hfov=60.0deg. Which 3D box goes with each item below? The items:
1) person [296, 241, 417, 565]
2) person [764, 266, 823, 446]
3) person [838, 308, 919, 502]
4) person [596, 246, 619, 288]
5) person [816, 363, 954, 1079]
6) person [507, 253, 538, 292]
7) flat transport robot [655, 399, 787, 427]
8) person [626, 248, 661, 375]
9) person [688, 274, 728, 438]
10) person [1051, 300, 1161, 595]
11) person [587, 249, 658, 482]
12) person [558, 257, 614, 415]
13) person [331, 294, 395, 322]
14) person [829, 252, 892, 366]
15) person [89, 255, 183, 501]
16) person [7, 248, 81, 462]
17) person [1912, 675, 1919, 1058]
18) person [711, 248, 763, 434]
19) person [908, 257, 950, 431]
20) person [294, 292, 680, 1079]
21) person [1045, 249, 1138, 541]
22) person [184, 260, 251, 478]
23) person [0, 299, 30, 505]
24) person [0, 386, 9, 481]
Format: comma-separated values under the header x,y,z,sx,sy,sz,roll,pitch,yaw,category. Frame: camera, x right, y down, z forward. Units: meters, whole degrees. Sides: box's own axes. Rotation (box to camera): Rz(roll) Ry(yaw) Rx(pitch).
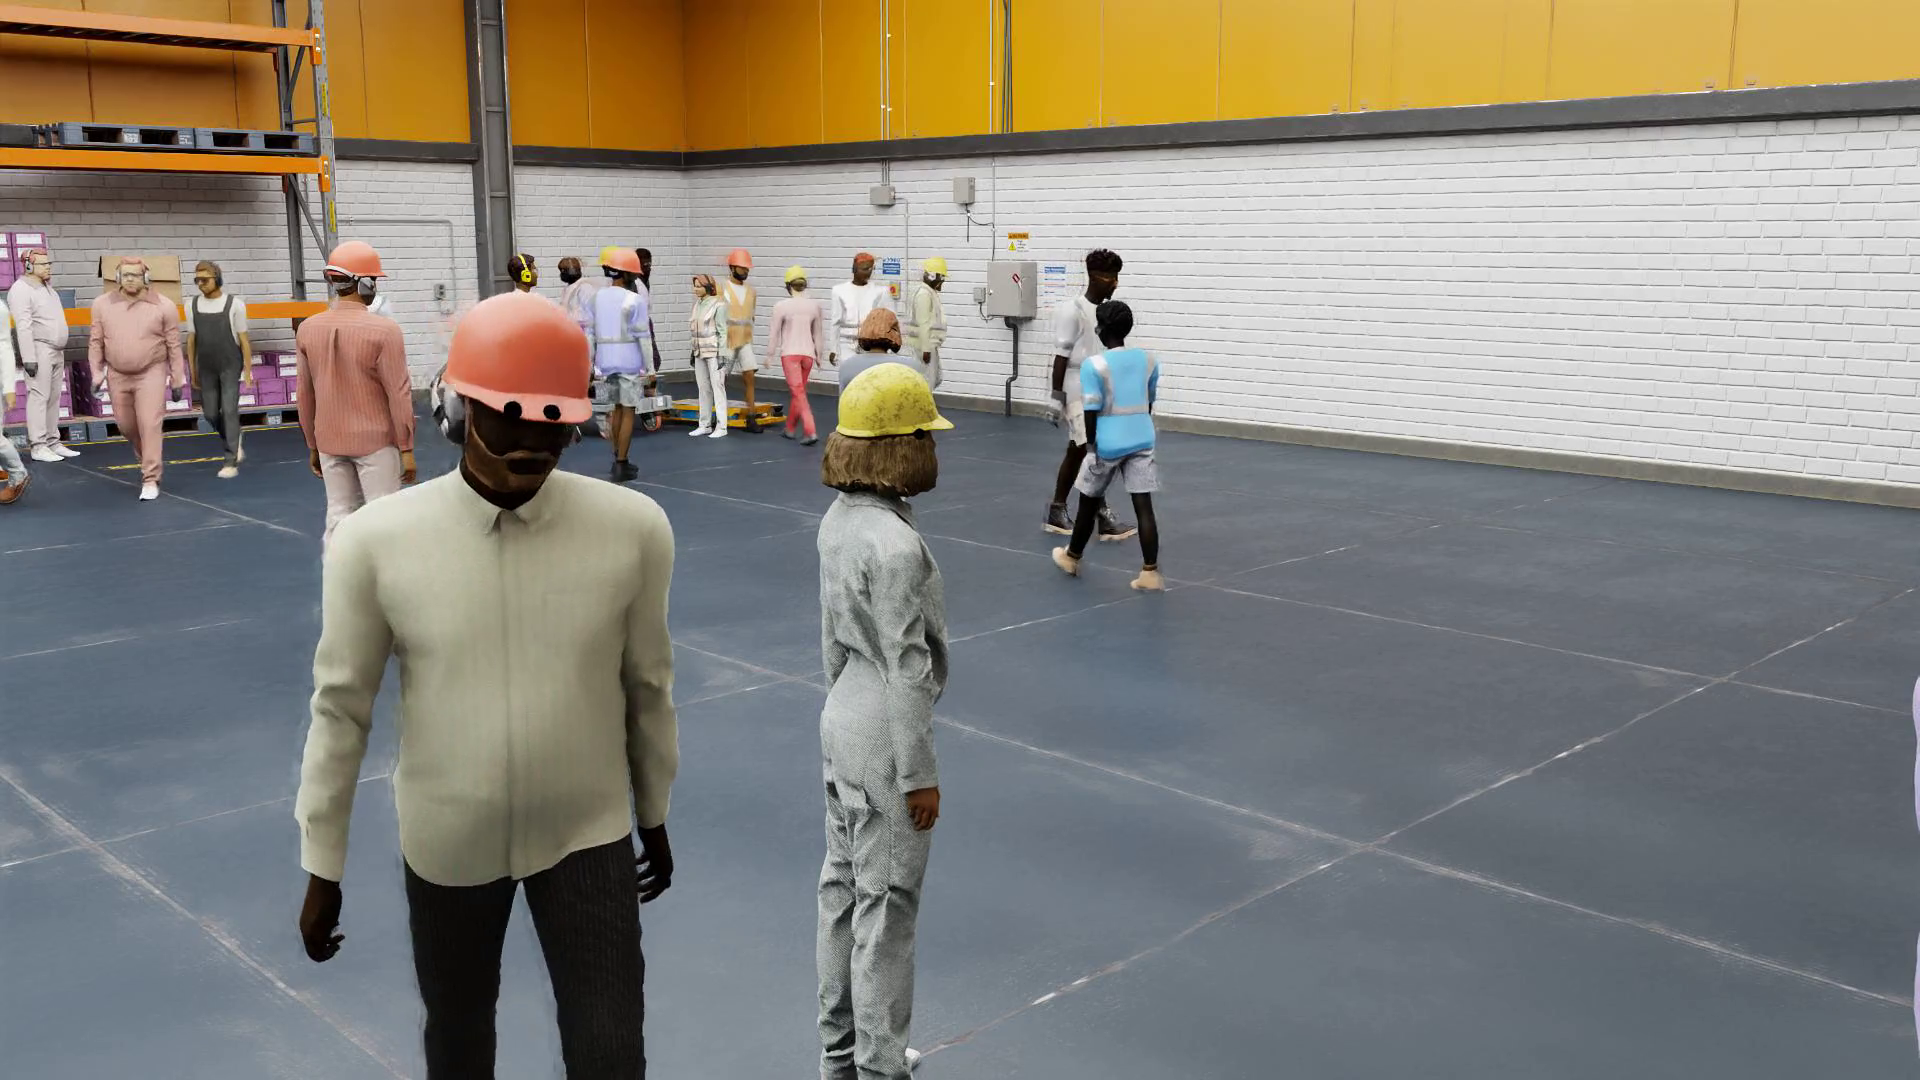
x,y,z,sx,sy,sz,roll,pitch,yaw,category
-2.974,-0.479,8.279,0.623,1.992,0.397,3,11,16,person
-1.591,-1.789,16.181,0.538,1.722,0.911,-7,13,-34,person
-0.453,-0.490,9.375,0.494,1.624,0.310,4,11,23,person
-3.936,-2.421,19.140,0.435,1.896,0.601,0,10,2,person
-0.160,0.472,3.779,0.296,1.745,0.484,-4,11,-23,person
-3.528,-1.397,13.613,0.328,1.877,0.513,-8,13,-37,person
-2.632,-1.378,17.882,1.431,0.197,0.652,6,12,29,flat transport robot
-3.648,-2.382,18.981,0.498,1.872,0.652,2,11,9,person
-2.526,-1.841,16.678,0.523,1.638,0.311,10,14,43,person
0.881,-0.545,9.568,0.551,1.653,0.874,-5,12,-26,person
-2.769,-1.452,13.830,0.596,1.898,0.685,5,11,23,person
-4.160,-2.237,18.446,0.924,1.798,0.665,-6,12,-28,person
-5.602,-1.749,15.808,0.581,1.768,0.957,2,11,11,person
-0.984,-1.927,16.580,0.604,1.868,0.726,0,10,-1,person
-6.411,-1.280,12.992,0.643,1.874,0.879,-1,10,-7,person
-8.240,-1.664,14.982,0.408,1.906,0.654,-1,10,-6,person
1.395,0.702,1.995,0.632,1.940,0.372,-4,11,-22,person
-2.362,-2.068,17.237,0.550,1.899,0.970,-8,13,-36,person
-0.353,-2.028,17.270,0.516,1.799,0.668,0,10,0,person
-0.828,0.529,2.987,0.675,1.935,0.942,-3,11,-18,person
0.940,-0.953,11.058,0.917,1.919,0.634,7,13,35,person
-6.238,-1.450,14.051,0.521,1.825,0.639,-1,10,-4,person
-7.055,-1.109,11.973,0.650,1.913,0.708,0,10,-1,person
-7.987,-1.314,13.268,0.581,1.854,0.935,3,11,14,person
